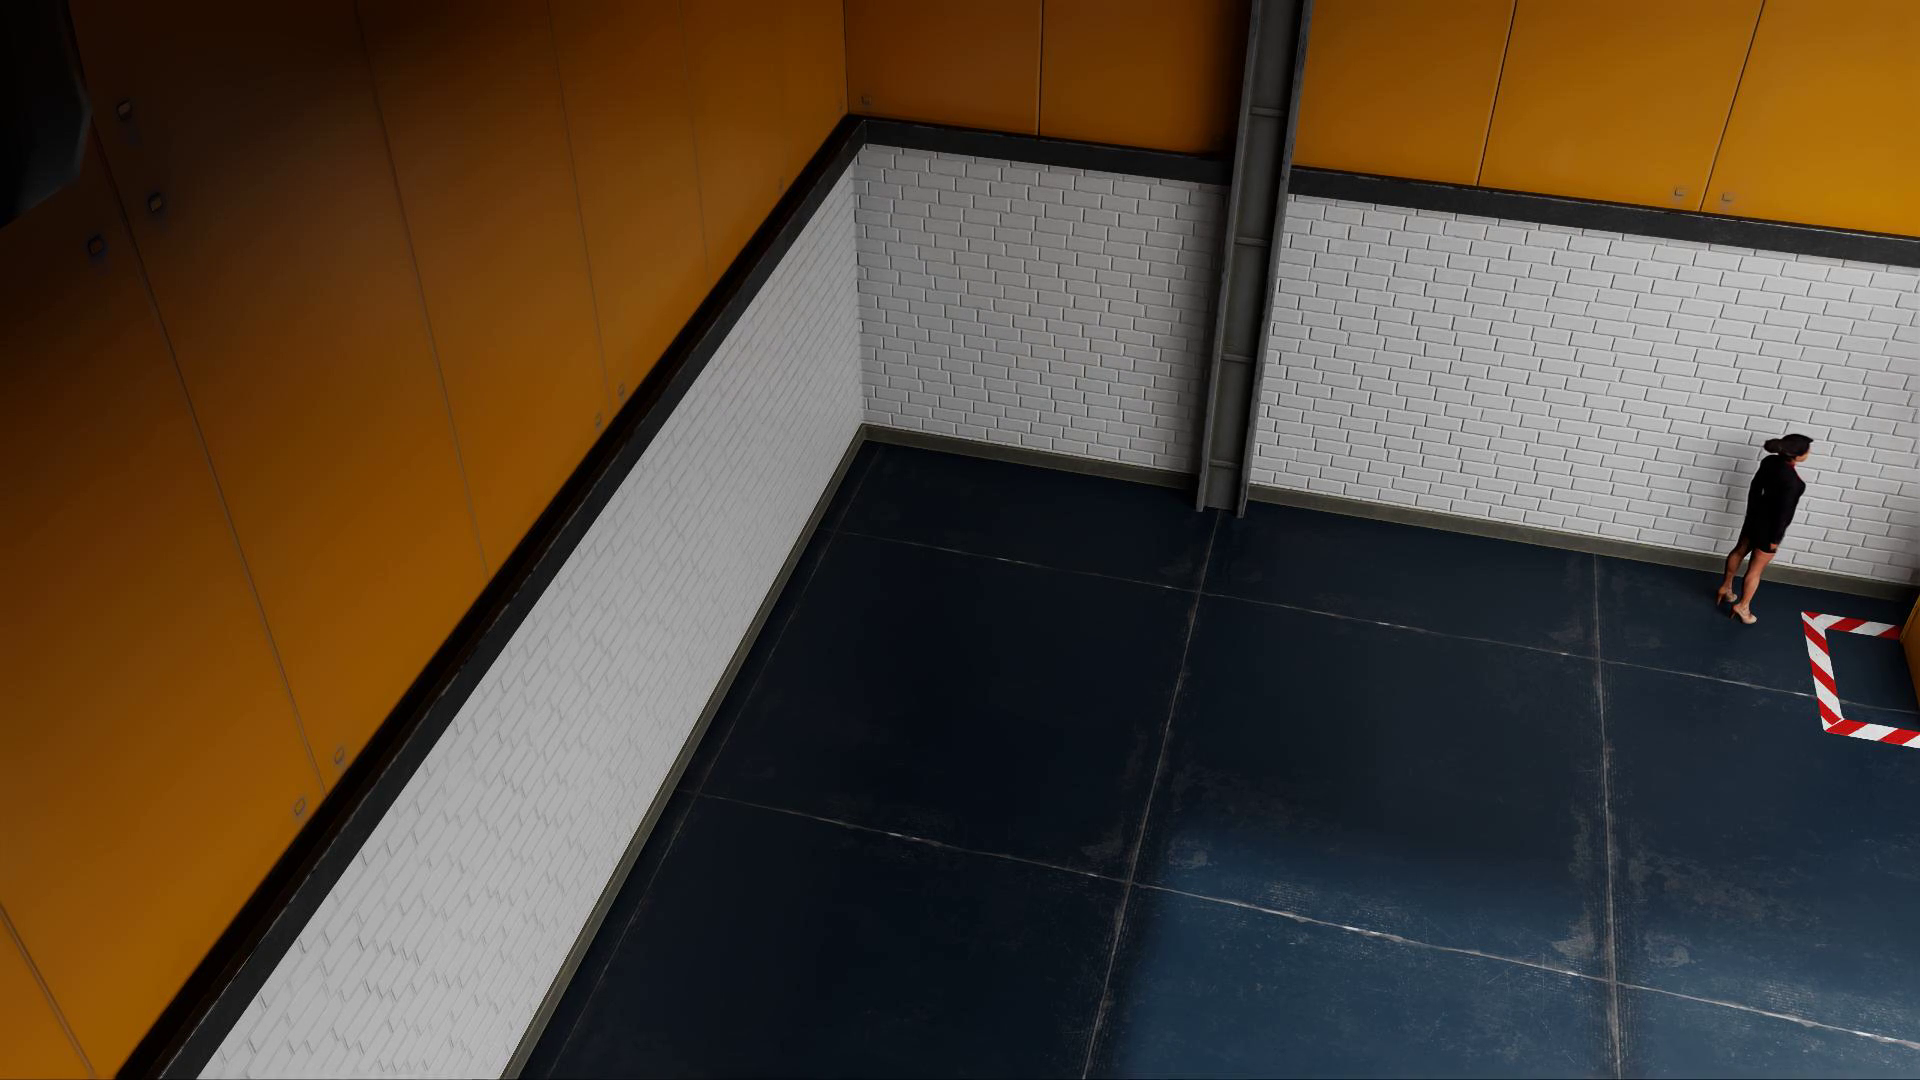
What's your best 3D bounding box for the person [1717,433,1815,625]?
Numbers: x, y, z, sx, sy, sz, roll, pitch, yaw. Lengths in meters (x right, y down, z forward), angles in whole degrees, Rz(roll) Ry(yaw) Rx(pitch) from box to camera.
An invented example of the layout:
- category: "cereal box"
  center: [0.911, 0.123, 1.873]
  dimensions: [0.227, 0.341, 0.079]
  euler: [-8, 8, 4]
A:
- category: "person"
  center: [5.978, -0.100, 12.347]
  dimensions: [0.707, 1.639, 0.656]
  euler: [-4, 39, -5]
